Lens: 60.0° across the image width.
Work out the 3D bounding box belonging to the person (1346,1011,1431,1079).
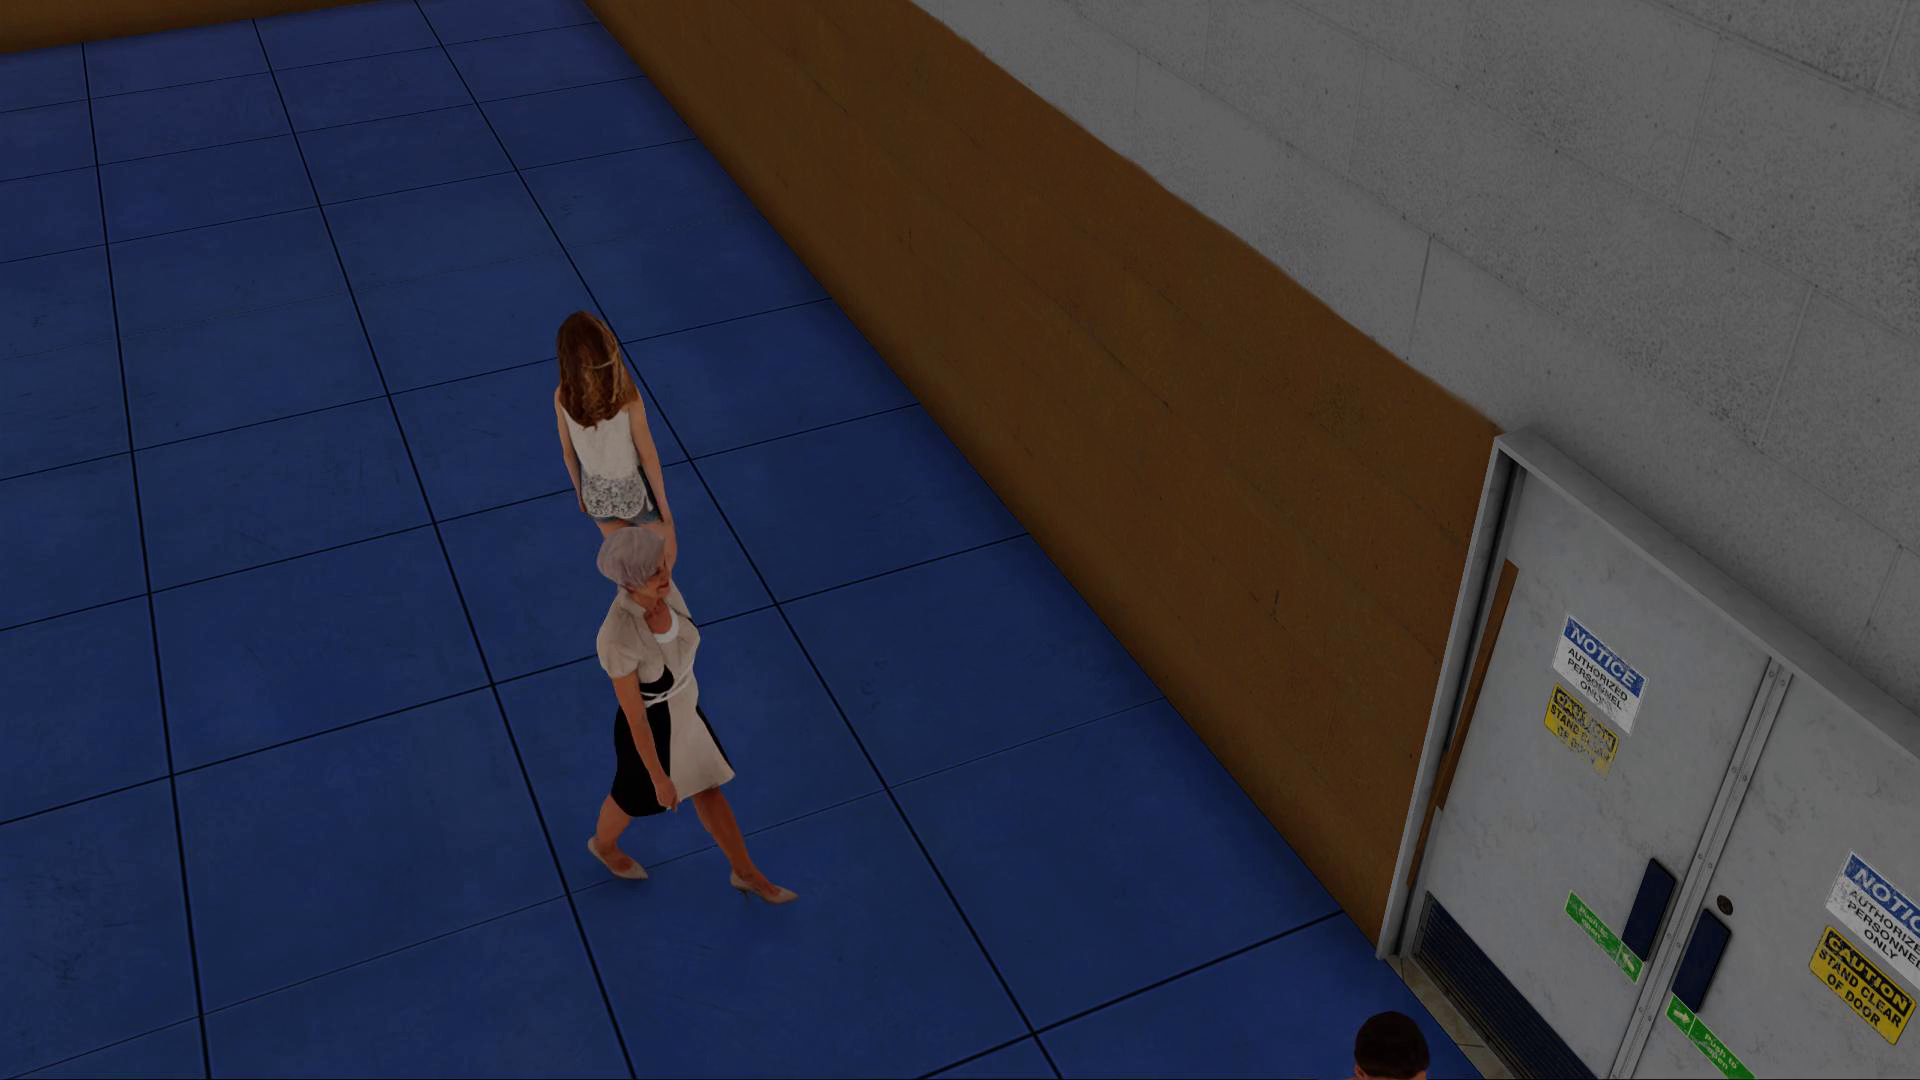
[{"bbox_3d":[1.027,1.754,4.597,0.658,1.544,0.636,-9,38,-12],"label":"person"}]

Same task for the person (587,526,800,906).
[{"bbox_3d":[-1.165,0.670,5.907,1.156,1.706,1.085,12,38,15],"label":"person"}]

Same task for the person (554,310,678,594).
[{"bbox_3d":[-1.441,-0.096,6.899,0.795,1.740,0.850,10,38,13],"label":"person"}]
